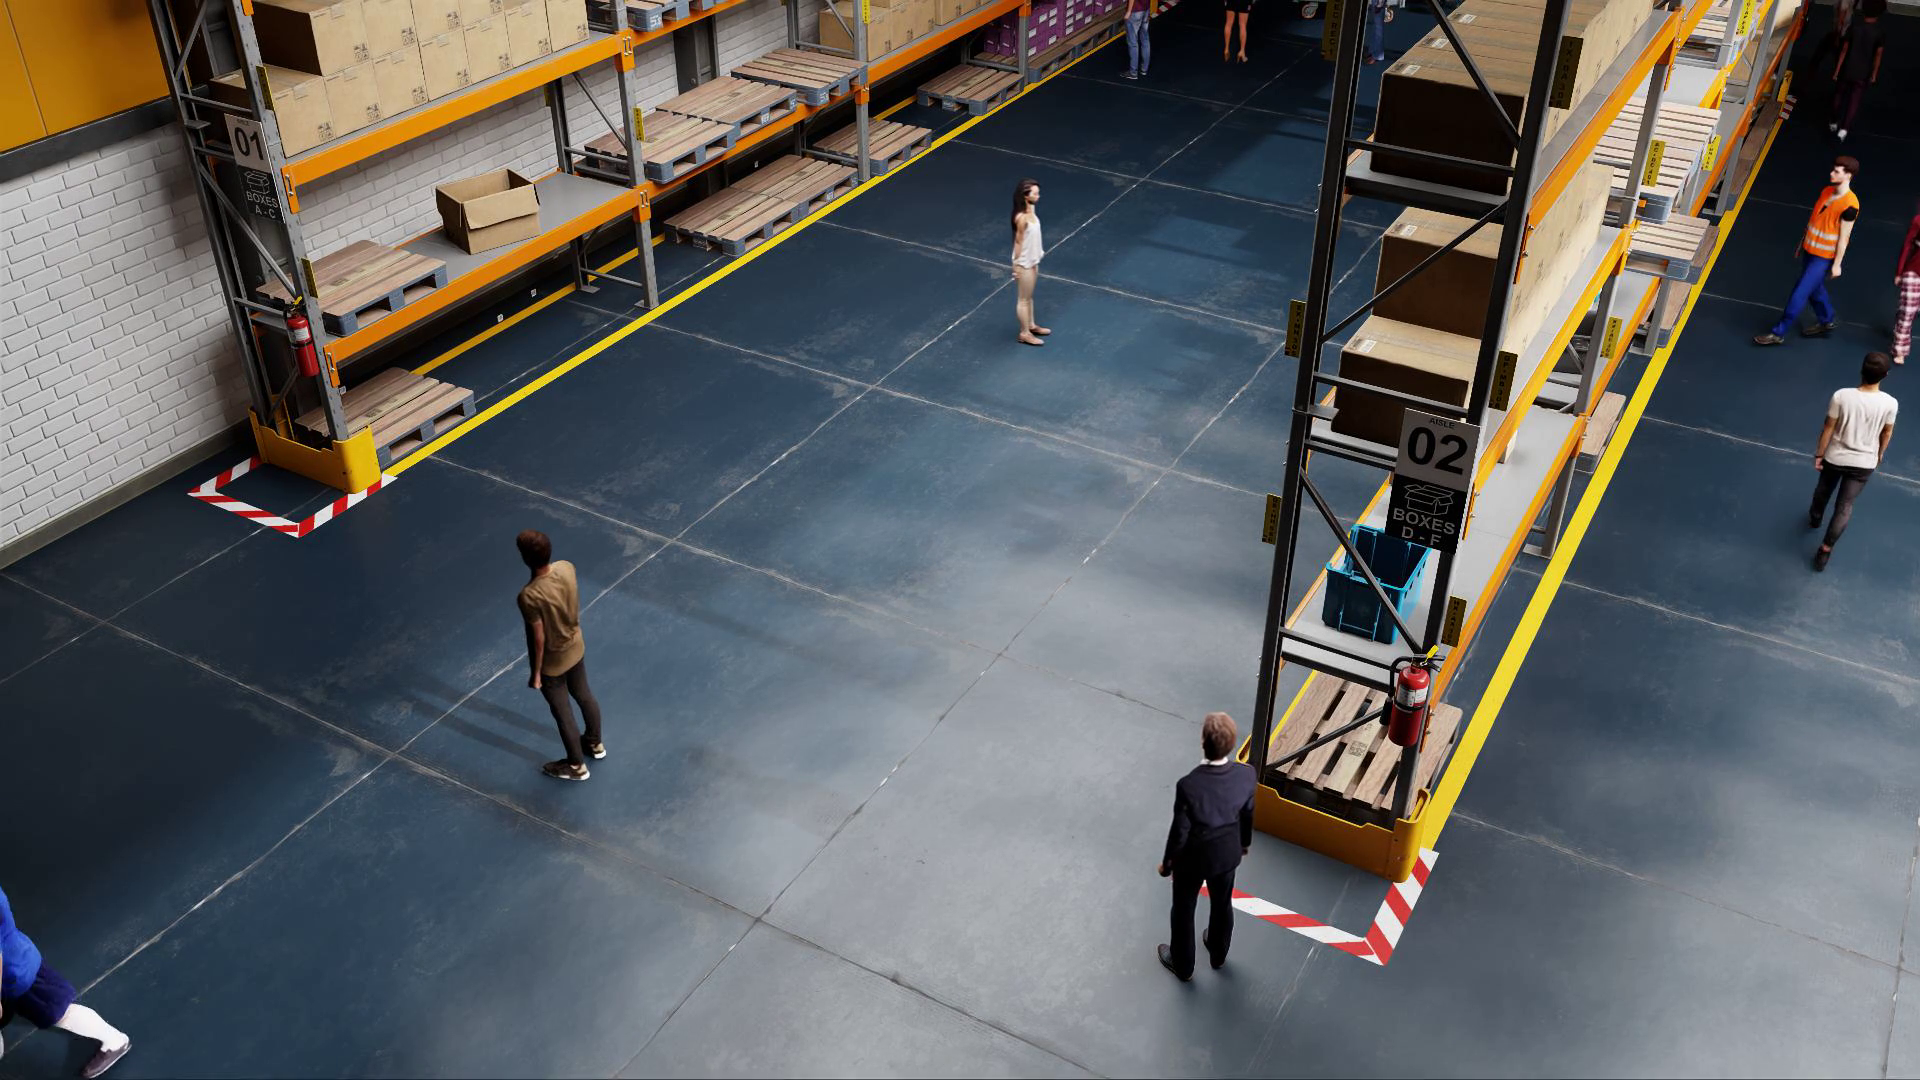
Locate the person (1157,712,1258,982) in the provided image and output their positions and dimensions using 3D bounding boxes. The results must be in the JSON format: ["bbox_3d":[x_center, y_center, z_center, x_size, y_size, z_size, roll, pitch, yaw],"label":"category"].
[{"bbox_3d":[1.355,1.692,9.179,0.761,1.815,0.843,-11,35,-16],"label":"person"}]

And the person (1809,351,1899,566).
[{"bbox_3d":[6.814,-0.596,12.742,0.617,1.680,1.061,18,37,25],"label":"person"}]

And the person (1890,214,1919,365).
[{"bbox_3d":[9.049,-2.530,15.654,0.749,1.676,1.019,9,35,14],"label":"person"}]

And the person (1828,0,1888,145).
[{"bbox_3d":[11.011,-5.765,20.449,0.652,1.756,1.106,17,37,23],"label":"person"}]

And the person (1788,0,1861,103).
[{"bbox_3d":[11.517,-6.519,21.620,0.840,1.717,0.987,28,43,36],"label":"person"}]

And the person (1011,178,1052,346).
[{"bbox_3d":[0.623,-2.670,15.887,0.667,1.652,0.612,-5,34,-8],"label":"person"}]

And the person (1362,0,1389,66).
[{"bbox_3d":[5.830,-7.510,23.038,0.753,1.796,0.609,3,34,5],"label":"person"}]

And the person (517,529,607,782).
[{"bbox_3d":[-2.559,0.725,10.601,0.742,1.849,0.532,13,36,19],"label":"person"}]

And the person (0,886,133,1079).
[{"bbox_3d":[-4.783,2.169,8.479,0.813,1.793,1.197,25,41,33],"label":"person"}]

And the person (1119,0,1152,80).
[{"bbox_3d":[2.429,-7.220,22.549,0.765,1.855,0.564,27,42,34],"label":"person"}]

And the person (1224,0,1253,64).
[{"bbox_3d":[3.879,-7.481,23.136,0.562,1.639,0.611,20,39,28],"label":"person"}]

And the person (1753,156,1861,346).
[{"bbox_3d":[8.243,-2.724,15.786,1.141,1.853,1.181,-2,34,-3],"label":"person"}]
